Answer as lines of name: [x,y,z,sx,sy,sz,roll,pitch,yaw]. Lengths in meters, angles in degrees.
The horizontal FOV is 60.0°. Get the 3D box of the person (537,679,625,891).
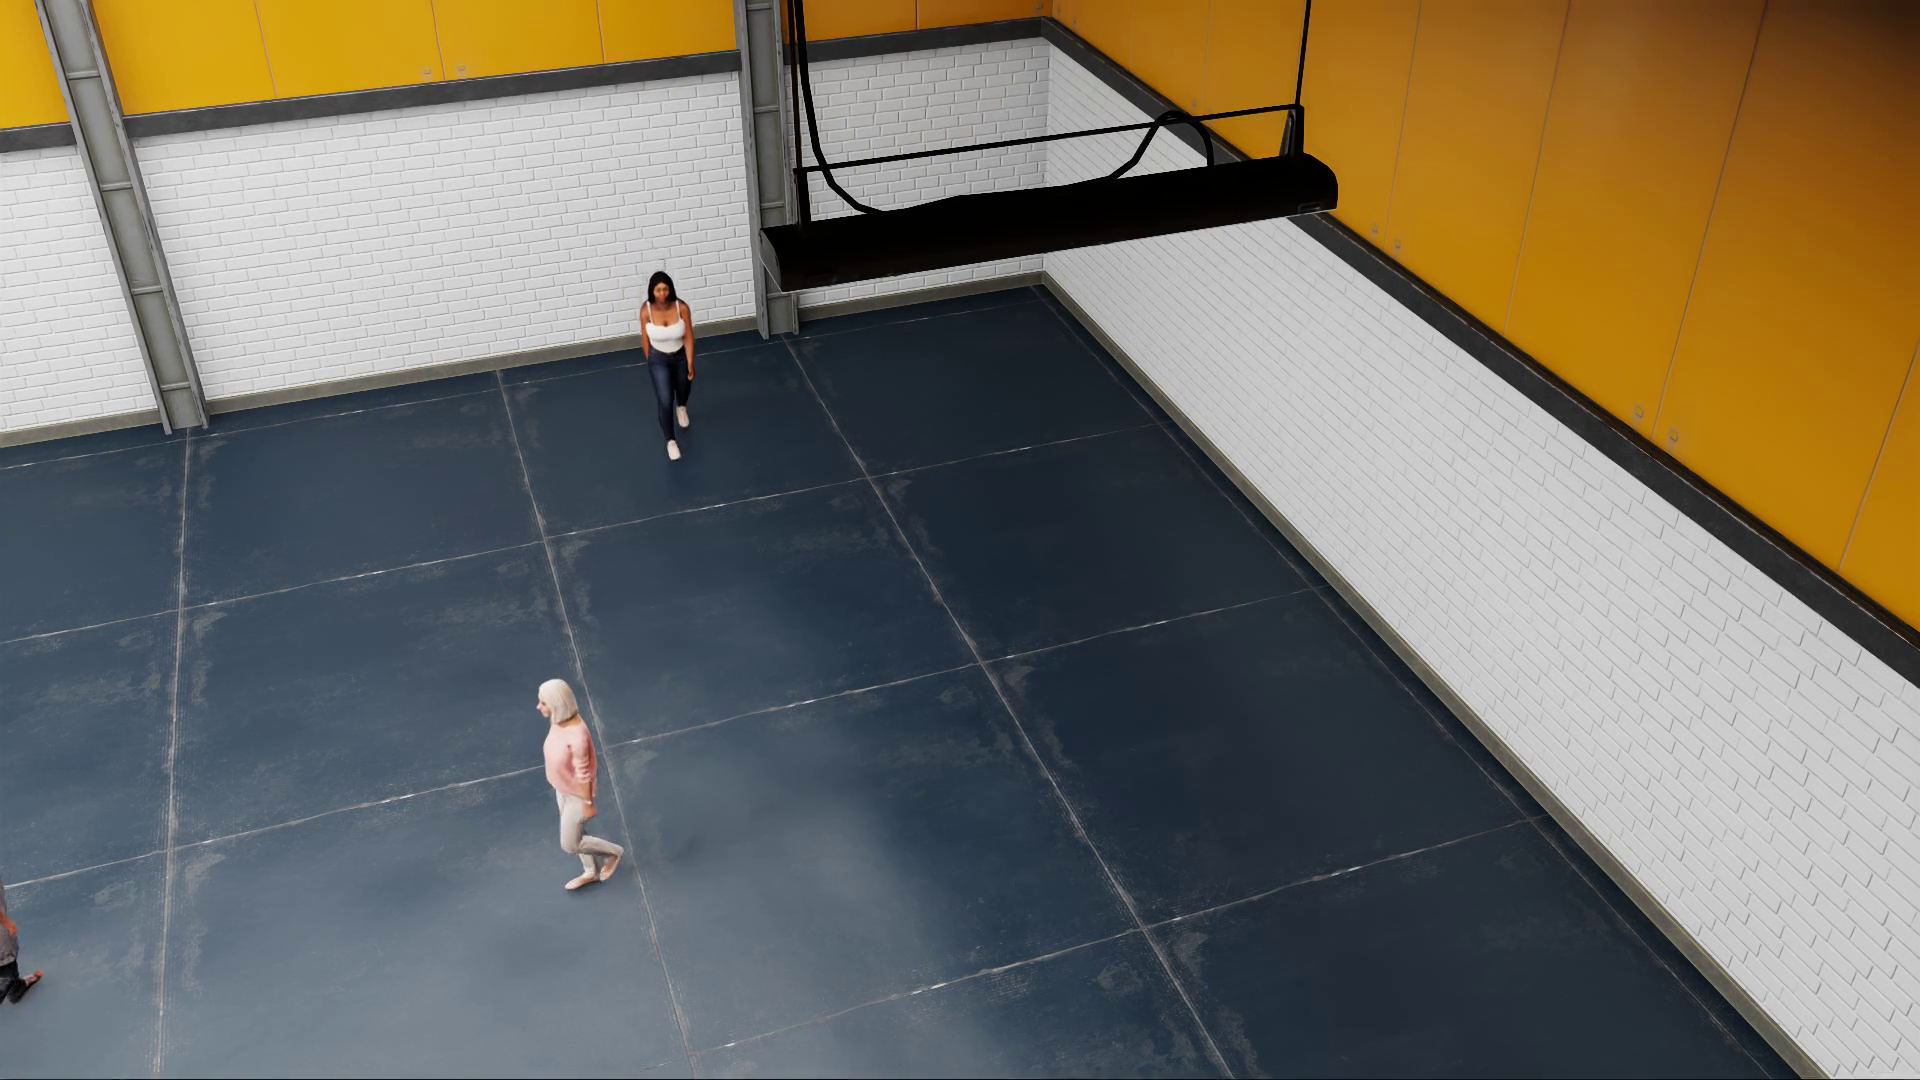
person: [-2.414,1.575,10.755,0.727,1.714,0.680,-21,39,-28]

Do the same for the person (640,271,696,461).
person: [-2.726,-1.726,15.672,1.162,1.769,0.768,-7,34,-11]
